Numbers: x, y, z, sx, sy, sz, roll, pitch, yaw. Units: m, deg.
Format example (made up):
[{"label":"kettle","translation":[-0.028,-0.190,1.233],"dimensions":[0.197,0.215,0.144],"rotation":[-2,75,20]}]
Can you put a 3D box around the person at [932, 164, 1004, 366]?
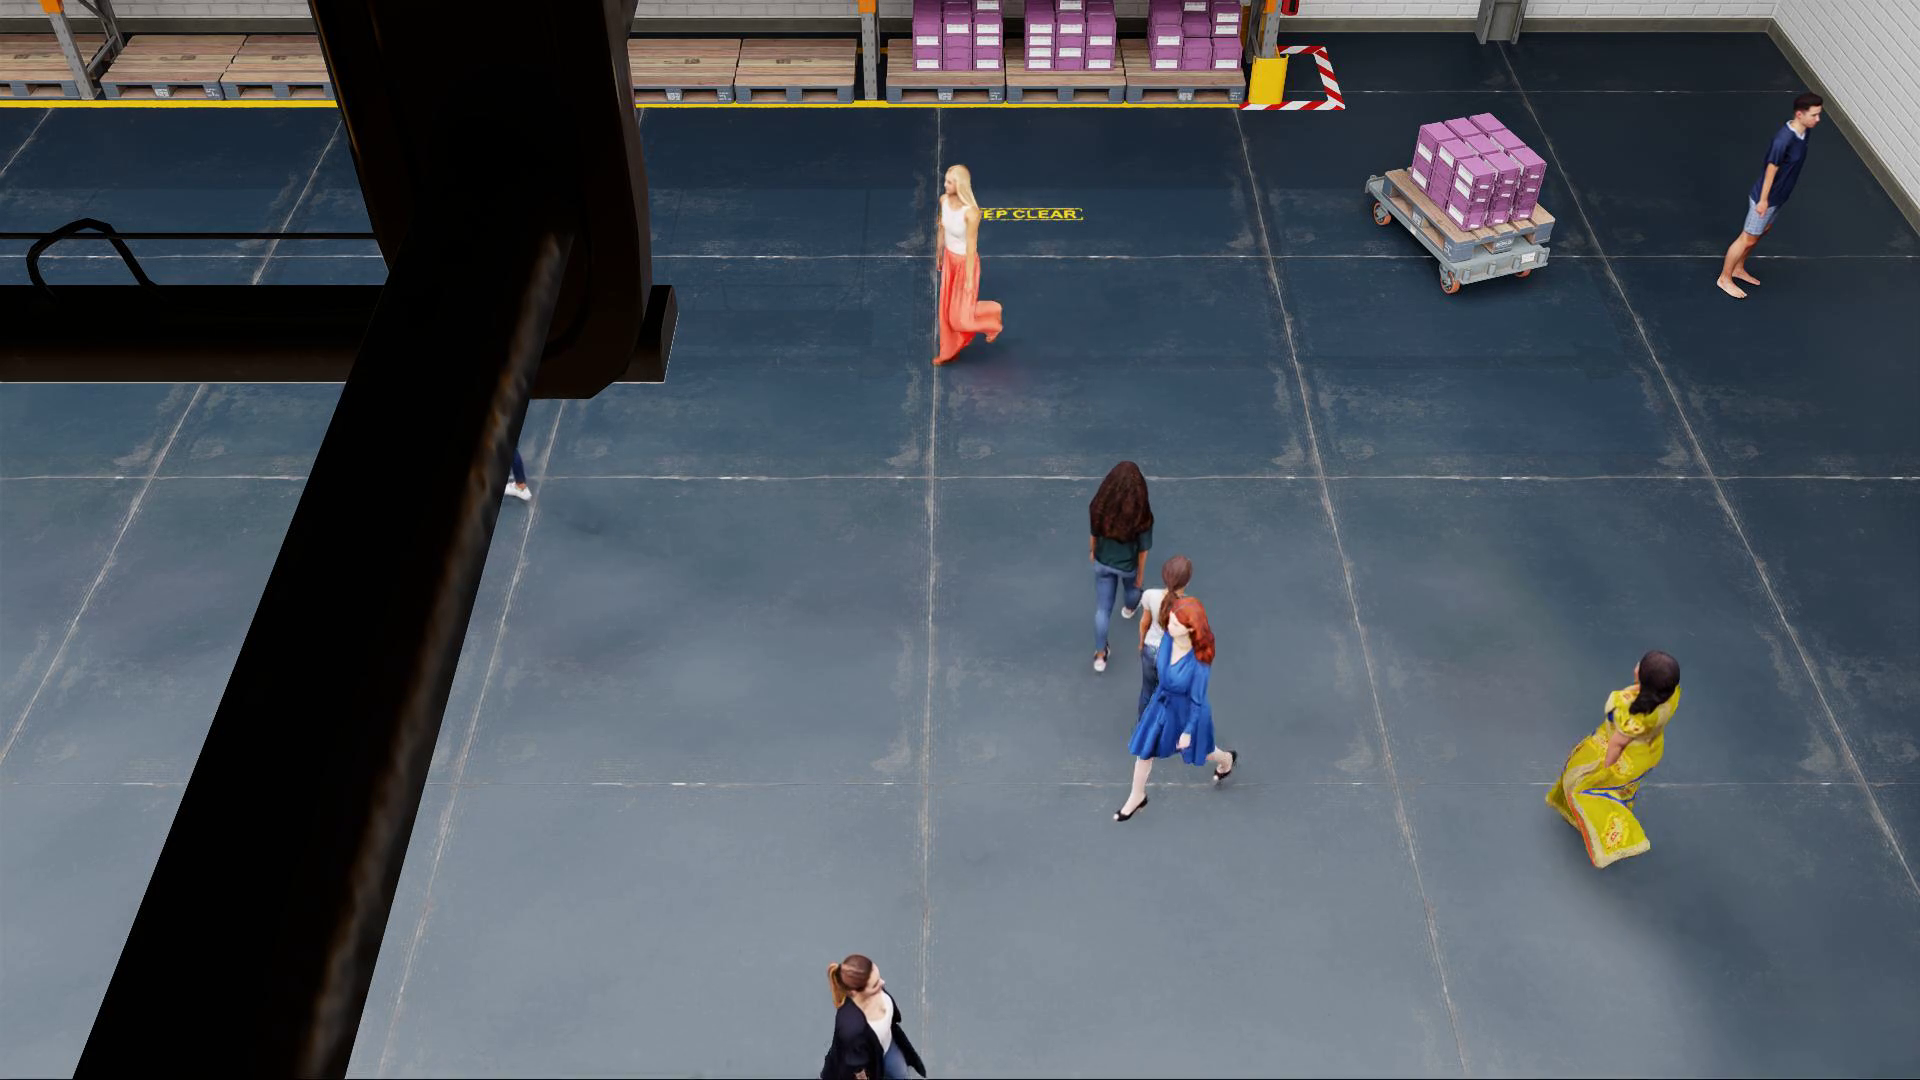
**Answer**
[{"label":"person","translation":[0.070,-2.199,13.275],"dimensions":[1.019,1.791,0.920],"rotation":[-27,50,-25]}]

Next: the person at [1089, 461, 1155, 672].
[{"label":"person","translation":[1.013,0.201,10.913],"dimensions":[1.011,1.575,0.855],"rotation":[13,45,13]}]

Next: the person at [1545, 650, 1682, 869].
[{"label":"person","translation":[3.940,1.300,9.707],"dimensions":[1.050,1.647,1.100],"rotation":[-30,51,-28]}]

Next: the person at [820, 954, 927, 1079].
[{"label":"person","translation":[-0.578,2.582,8.367],"dimensions":[1.196,1.639,0.833],"rotation":[11,45,11]}]

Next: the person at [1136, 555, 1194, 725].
[{"label":"person","translation":[1.299,0.691,10.408],"dimensions":[0.559,1.562,0.668],"rotation":[16,46,16]}]

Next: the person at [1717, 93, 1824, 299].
[{"label":"person","translation":[6.829,-2.928,14.001],"dimensions":[0.692,1.846,0.757],"rotation":[-33,53,-30]}]

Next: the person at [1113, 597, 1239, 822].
[{"label":"person","translation":[1.402,1.012,9.906],"dimensions":[1.204,1.791,0.983],"rotation":[-22,48,-22]}]
